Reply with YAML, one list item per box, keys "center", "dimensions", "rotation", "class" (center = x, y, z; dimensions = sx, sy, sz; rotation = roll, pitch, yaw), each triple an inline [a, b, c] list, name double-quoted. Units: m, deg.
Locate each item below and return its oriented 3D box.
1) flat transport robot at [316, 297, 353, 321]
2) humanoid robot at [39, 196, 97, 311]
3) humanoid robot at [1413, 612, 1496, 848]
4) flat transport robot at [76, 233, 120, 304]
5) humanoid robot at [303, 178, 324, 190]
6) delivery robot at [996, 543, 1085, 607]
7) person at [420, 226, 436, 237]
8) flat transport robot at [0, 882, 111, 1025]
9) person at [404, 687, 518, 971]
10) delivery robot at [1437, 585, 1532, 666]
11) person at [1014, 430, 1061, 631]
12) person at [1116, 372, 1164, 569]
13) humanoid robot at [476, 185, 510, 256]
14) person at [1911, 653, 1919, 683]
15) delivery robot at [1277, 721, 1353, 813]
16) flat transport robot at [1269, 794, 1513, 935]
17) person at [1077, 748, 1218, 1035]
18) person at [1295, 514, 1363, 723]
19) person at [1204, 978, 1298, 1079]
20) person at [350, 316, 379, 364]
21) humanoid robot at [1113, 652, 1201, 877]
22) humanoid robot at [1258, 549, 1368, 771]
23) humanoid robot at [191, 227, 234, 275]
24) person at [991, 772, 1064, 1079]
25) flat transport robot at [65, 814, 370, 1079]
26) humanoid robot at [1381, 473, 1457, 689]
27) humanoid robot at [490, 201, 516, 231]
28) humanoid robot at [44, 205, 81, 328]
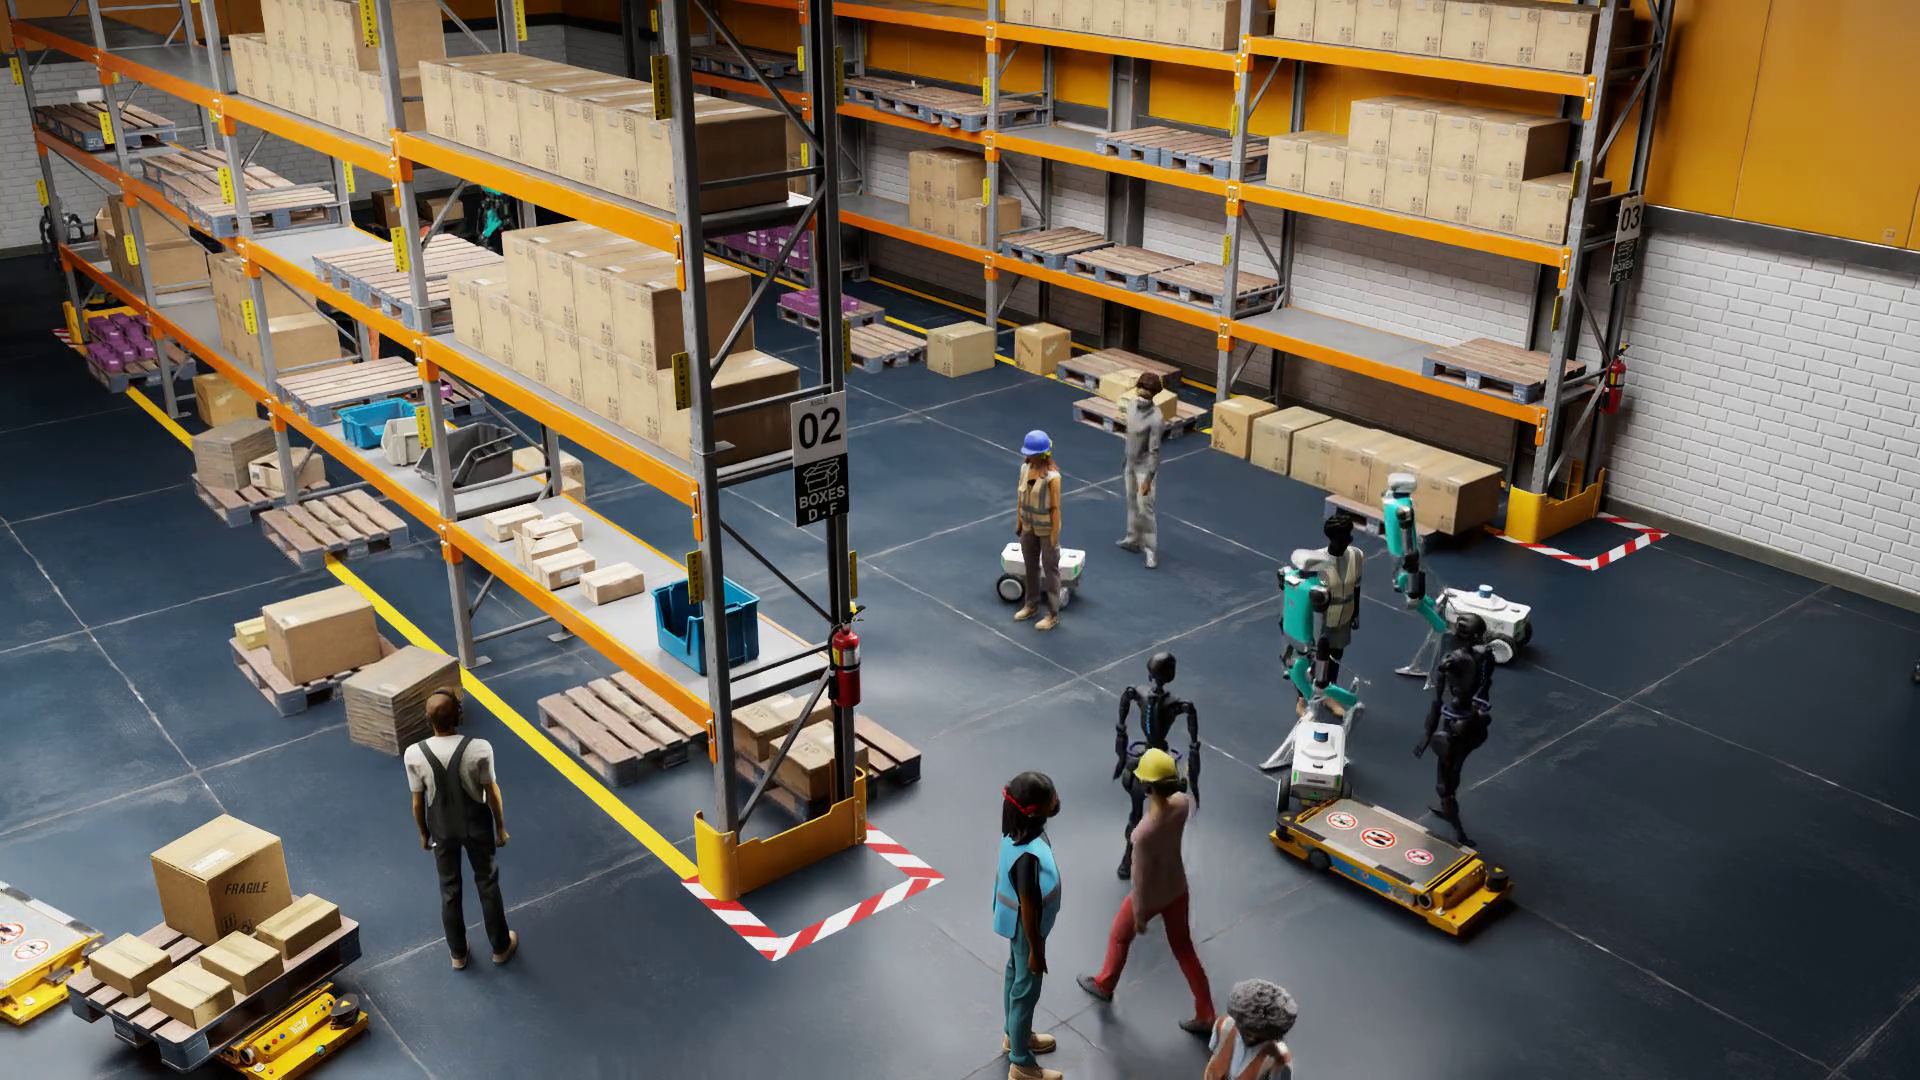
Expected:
- center: [-8.452, -3.188, 23.027]
  dimensions: [1.431, 0.231, 0.659]
  rotation: [4, 24, 10]
  class: "flat transport robot"
- center: [-12.386, -3.974, 23.087]
  dimensions: [0.593, 1.650, 0.370]
  rotation: [-15, 28, -31]
  class: "humanoid robot"
- center: [3.315, 1.252, 11.014]
  dimensions: [0.584, 1.664, 0.591]
  rotation: [-15, 27, -31]
  class: "humanoid robot"
- center: [-11.931, -3.635, 24.061]
  dimensions: [1.431, 0.231, 0.659]
  rotation: [-10, 25, -22]
  class: "flat transport robot"
- center: [-8.831, -4.235, 23.636]
  dimensions: [0.717, 1.805, 0.531]
  rotation: [0, 23, 0]
  class: "humanoid robot"
- center: [0.707, 0.257, 14.686]
  dimensions: [0.764, 0.593, 0.513]
  rotation: [6, 24, 14]
  class: "delivery robot"
- center: [-6.637, -3.076, 20.921]
  dimensions: [0.561, 1.735, 0.546]
  rotation: [2, 23, 5]
  class: "person"
- center: [-5.782, 2.439, 9.997]
  dimensions: [1.431, 0.231, 0.659]
  rotation: [13, 27, 28]
  class: "flat transport robot"
- center: [-2.917, 1.693, 9.734]
  dimensions: [0.508, 1.846, 0.343]
  rotation: [-3, 24, -7]
  class: "person"
- center: [4.313, 0.658, 13.740]
  dimensions: [0.766, 0.579, 0.499]
  rotation: [14, 27, 30]
  class: "delivery robot"
- center: [0.648, -0.092, 13.966]
  dimensions: [0.343, 1.767, 0.455]
  rotation: [-21, 31, -40]
  class: "person"
- center: [1.660, -0.703, 15.252]
  dimensions: [0.359, 1.878, 0.677]
  rotation: [-10, 25, -22]
  class: "person"
- center: [-7.219, -4.893, 25.153]
  dimensions: [0.536, 1.765, 0.971]
  rotation: [11, 26, 23]
  class: "humanoid robot"
- center: [7.806, 0.262, 12.959]
  dimensions: [0.546, 1.923, 0.386]
  rotation: [15, 27, 30]
  class: "person"
- center: [2.500, 1.577, 11.613]
  dimensions: [0.499, 0.581, 0.774]
  rotation: [6, 24, 13]
  class: "delivery robot"
- center: [2.795, 2.068, 10.855]
  dimensions: [0.659, 0.231, 1.431]
  rotation: [-21, 31, -39]
  class: "flat transport robot"
- center: [1.116, 1.959, 9.286]
  dimensions: [0.509, 1.707, 0.914]
  rotation: [-21, 31, -40]
  class: "person"
- center: [2.773, 0.584, 12.493]
  dimensions: [0.533, 1.693, 0.320]
  rotation: [-10, 25, -22]
  class: "person"
- center: [1.294, 2.675, 7.676]
  dimensions: [0.419, 1.659, 0.495]
  rotation: [-21, 31, -39]
  class: "person"
- center: [-7.175, -2.728, 20.086]
  dimensions: [0.499, 1.759, 0.339]
  rotation: [13, 27, 28]
  class: "person"
- center: [1.241, 1.450, 10.500]
  dimensions: [0.609, 1.646, 0.330]
  rotation: [13, 26, 27]
  class: "humanoid robot"
- center: [2.602, 0.869, 11.808]
  dimensions: [0.882, 1.784, 0.561]
  rotation: [-10, 25, -21]
  class: "humanoid robot"
- center: [-10.275, -3.896, 22.923]
  dimensions: [0.724, 1.622, 0.613]
  rotation: [19, 30, 37]
  class: "humanoid robot"
- center: [0.362, 2.060, 8.860]
  dimensions: [0.392, 1.866, 0.520]
  rotation: [-1, 23, -3]
  class: "person"
- center: [-4.131, 2.652, 9.503]
  dimensions: [1.431, 0.231, 0.659]
  rotation: [13, 27, 28]
  class: "flat transport robot"
- center: [3.654, 0.337, 13.050]
  dimensions: [0.799, 1.804, 0.546]
  rotation: [-1, 23, -3]
  class: "humanoid robot"
- center: [-7.594, -5.857, 27.314]
  dimensions: [0.533, 1.705, 1.017]
  rotation: [-17, 29, -34]
  class: "humanoid robot"
- center: [-12.129, -3.728, 22.503]
  dimensions: [0.417, 1.639, 0.599]
  rotation: [-19, 30, -37]
  class: "humanoid robot"
